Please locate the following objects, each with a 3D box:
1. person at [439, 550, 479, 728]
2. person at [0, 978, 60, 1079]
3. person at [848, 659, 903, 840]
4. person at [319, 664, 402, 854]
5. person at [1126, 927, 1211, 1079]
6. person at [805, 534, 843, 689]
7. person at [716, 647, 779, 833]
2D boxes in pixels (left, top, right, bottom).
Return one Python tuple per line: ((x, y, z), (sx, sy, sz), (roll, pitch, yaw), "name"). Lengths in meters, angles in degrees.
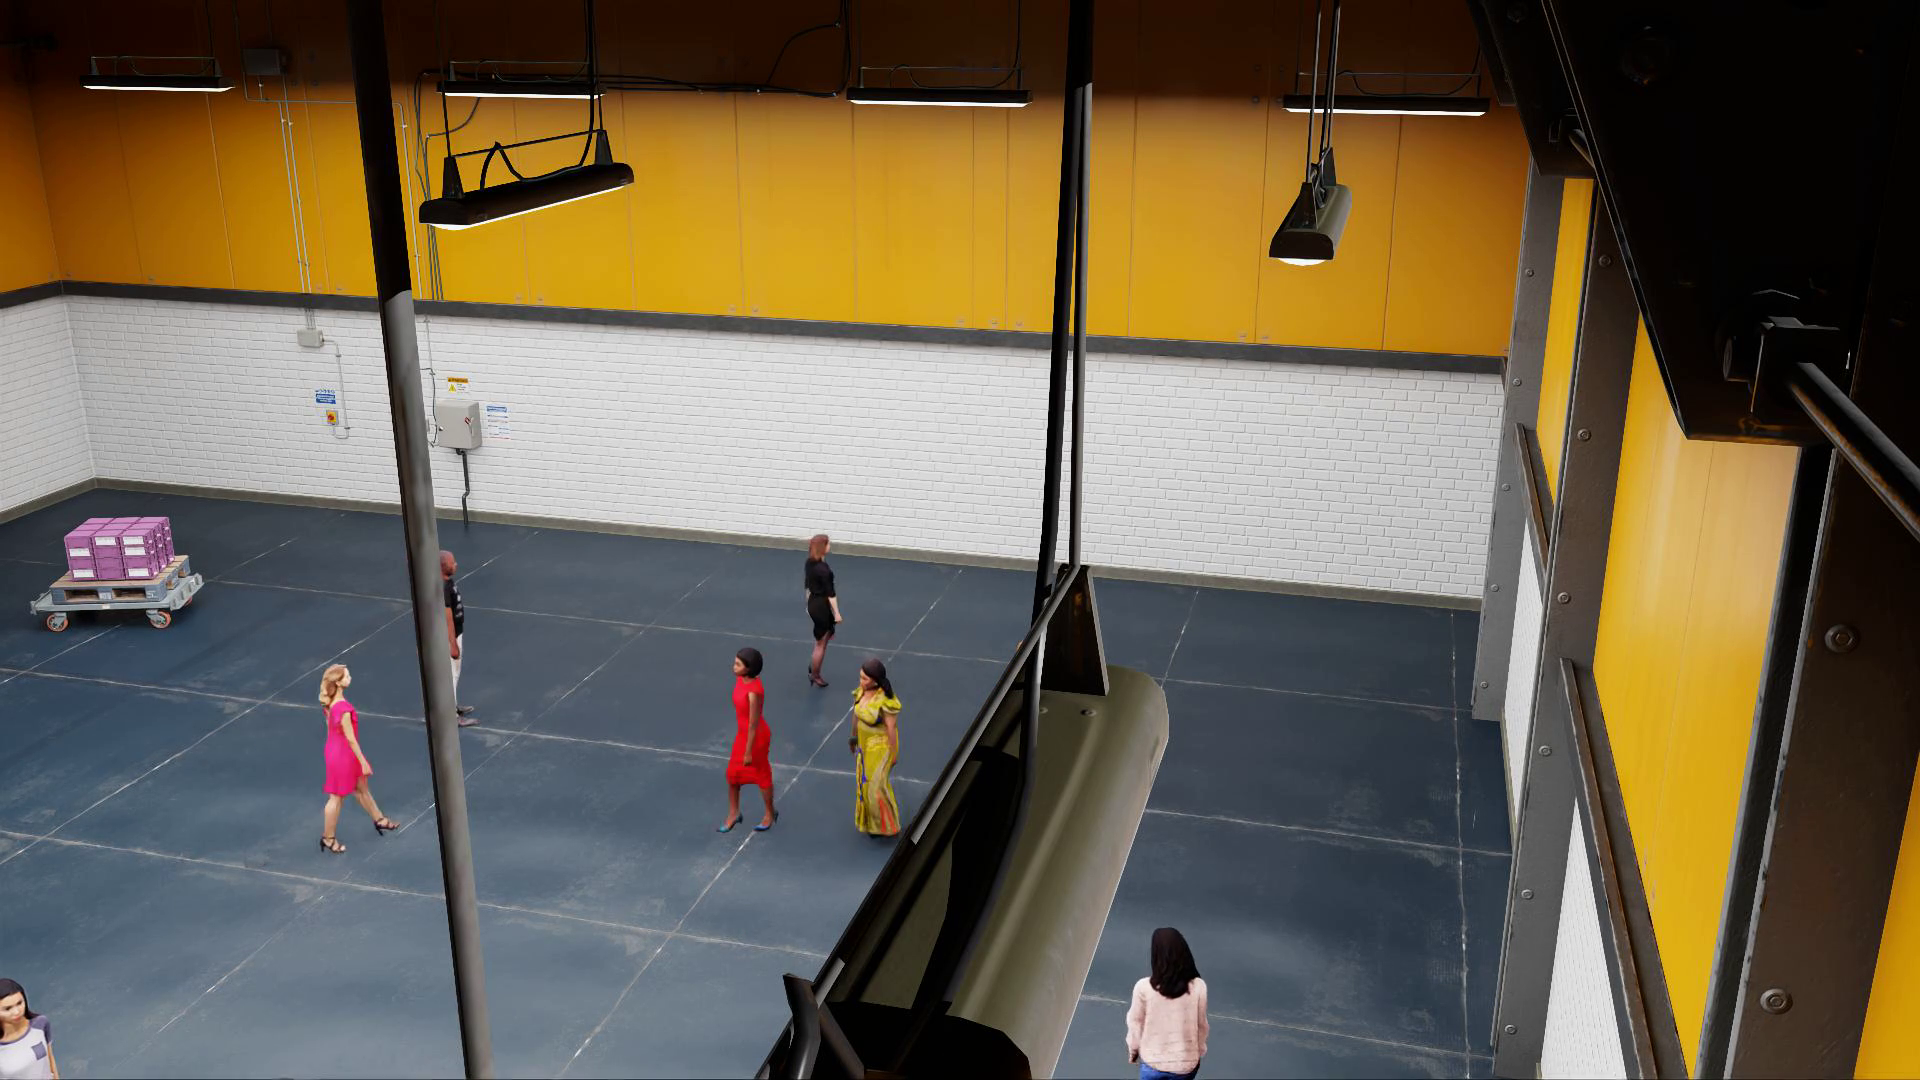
((-5.098, 0.961, 16.549), (0.820, 1.804, 0.724), (-7, 20, -19), "person")
((-5.414, 3.318, 9.659), (0.692, 1.734, 0.527), (10, 21, 27), "person")
((-0.662, 1.777, 14.376), (0.933, 1.645, 0.907), (-16, 25, -40), "person")
((-5.302, 1.868, 14.014), (1.000, 1.702, 0.936), (-11, 21, -29), "person")
((1.249, 3.220, 9.967), (0.743, 1.723, 1.067), (3, 19, 10), "person")
((-1.529, 0.768, 17.295), (0.757, 1.693, 0.689), (-9, 21, -25), "person")
((-1.712, 1.733, 14.376), (0.906, 1.727, 0.847), (-10, 21, -28), "person")
